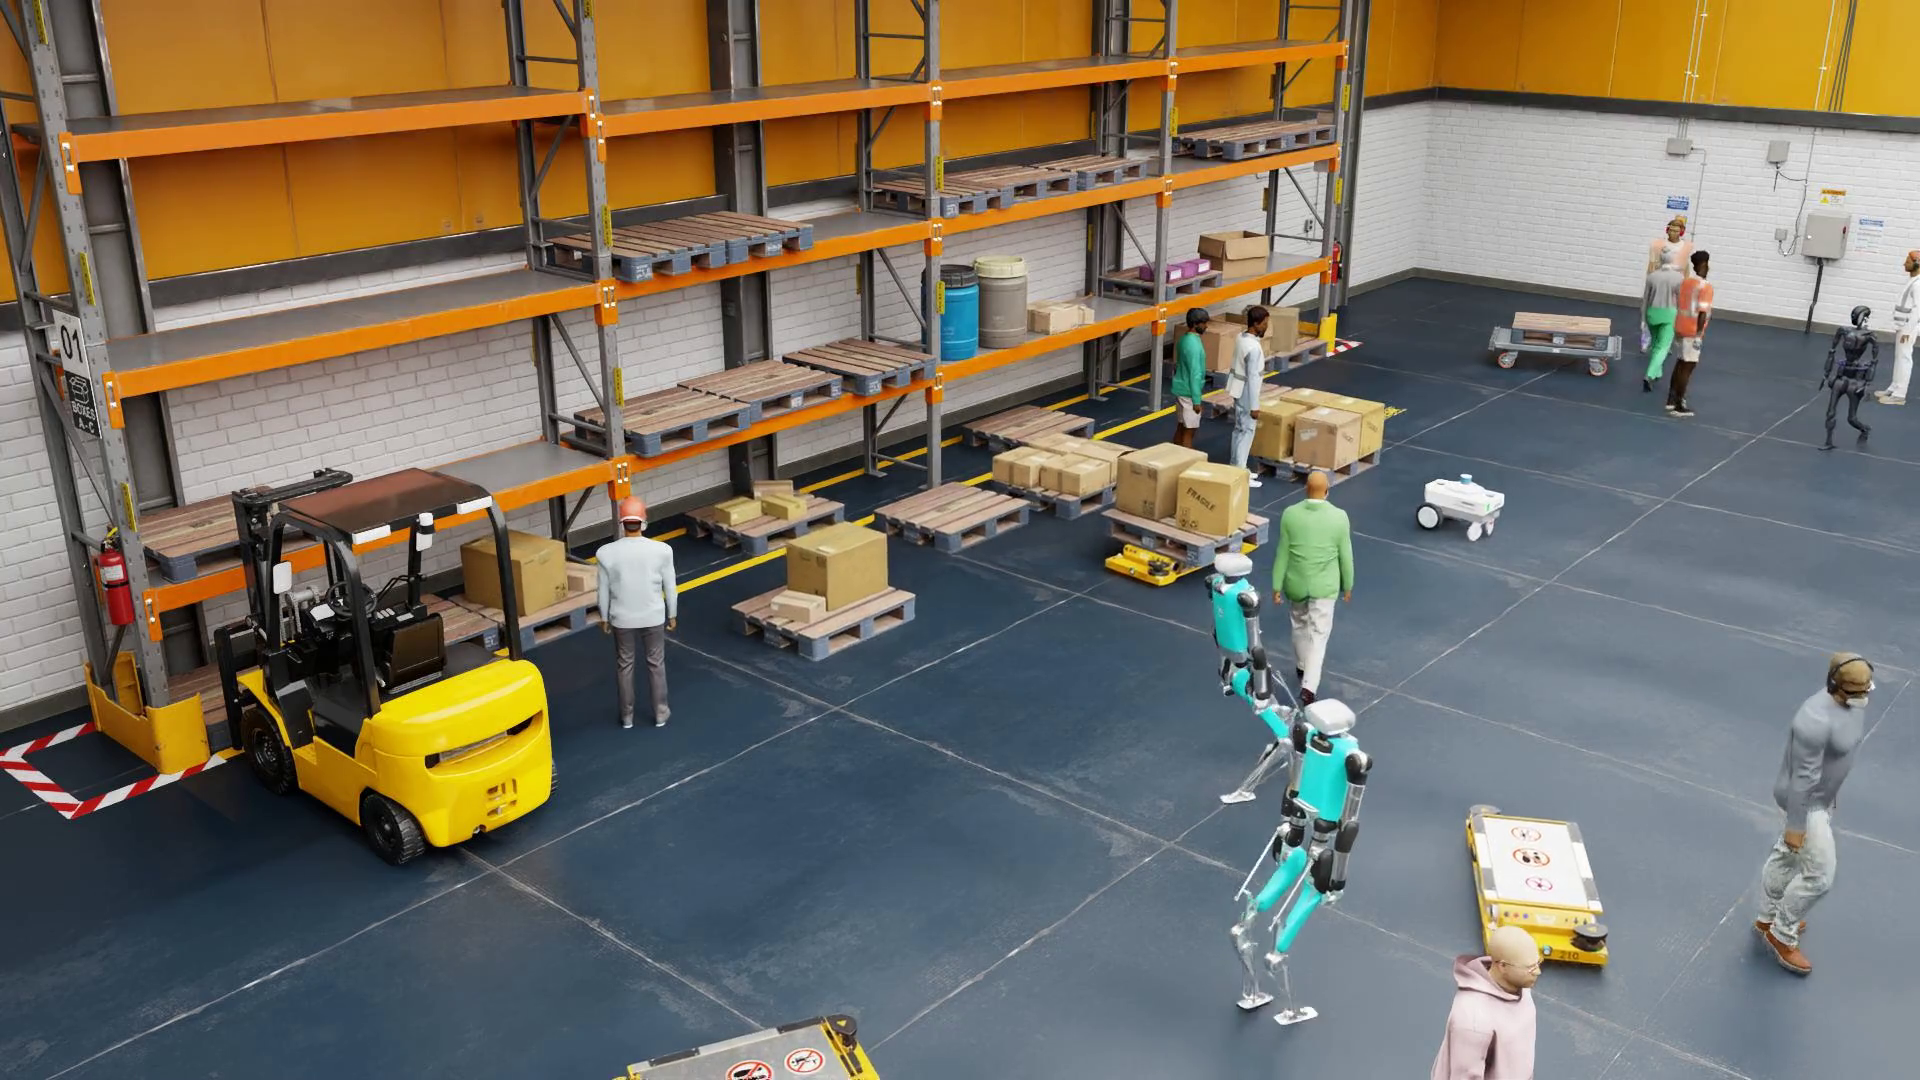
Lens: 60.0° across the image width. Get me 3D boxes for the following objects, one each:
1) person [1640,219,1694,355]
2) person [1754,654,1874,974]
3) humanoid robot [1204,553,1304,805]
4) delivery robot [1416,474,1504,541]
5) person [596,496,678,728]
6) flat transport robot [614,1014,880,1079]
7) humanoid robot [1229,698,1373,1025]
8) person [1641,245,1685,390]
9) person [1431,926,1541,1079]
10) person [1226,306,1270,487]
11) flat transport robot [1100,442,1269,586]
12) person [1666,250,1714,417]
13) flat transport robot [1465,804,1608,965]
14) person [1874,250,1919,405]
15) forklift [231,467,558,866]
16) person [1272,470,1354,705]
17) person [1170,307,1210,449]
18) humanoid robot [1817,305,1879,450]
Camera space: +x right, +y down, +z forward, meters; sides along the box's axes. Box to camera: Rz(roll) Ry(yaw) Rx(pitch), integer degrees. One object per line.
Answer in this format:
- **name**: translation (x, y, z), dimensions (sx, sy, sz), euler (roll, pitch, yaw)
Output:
- **person**: translation (9.610, -3.448, 22.623), dimensions (0.563, 1.841, 0.395), euler (4, 21, 11)
- **person**: translation (4.701, 1.483, 9.162), dimensions (0.483, 1.910, 0.720), euler (18, 27, 39)
- **humanoid robot**: translation (2.088, 0.898, 11.072), dimensions (0.944, 1.802, 0.573), euler (-10, 22, -24)
- **delivery robot**: translation (4.826, -0.335, 16.074), dimensions (0.785, 0.614, 0.508), euler (18, 27, 40)
- **person**: translation (-2.320, 0.523, 12.009), dimensions (0.570, 1.740, 0.351), euler (-4, 21, -10)
- **flat transport robot**: translation (-1.102, 2.737, 8.135), dimensions (1.431, 0.231, 0.659), euler (-9, 22, -22)
- **humanoid robot**: translation (1.679, 1.744, 8.739), dimensions (0.819, 1.792, 0.551), euler (-10, 23, -26)
- **person**: translation (8.846, -2.812, 20.953), dimensions (0.522, 1.811, 0.860), euler (16, 26, 37)
- **person**: translation (2.162, 2.369, 6.963), dimensions (0.408, 1.775, 0.526), euler (17, 26, 38)
- **person**: translation (2.972, -1.483, 17.210), dimensions (0.414, 1.906, 0.601), euler (-1, 20, -3)
- **flat transport robot**: translation (2.053, 0.084, 15.322), dimensions (1.431, 0.231, 0.659), euler (-18, 27, -40)
- **person**: translation (8.733, -2.459, 19.836), dimensions (0.403, 1.925, 0.784), euler (-2, 20, -5)
- **flat transport robot**: translation (3.442, 2.048, 10.002), dimensions (0.659, 0.231, 1.431), euler (4, 21, 11)
- **person**: translation (11.503, -2.584, 20.225), dimensions (0.357, 1.881, 0.573), euler (8, 22, 22)
- **forklift**: translation (-3.730, 0.710, 10.856), dimensions (2.313, 2.155, 1.214), euler (17, 26, 38)
- **person**: translation (2.643, 0.351, 12.486), dimensions (0.573, 1.744, 0.909), euler (7, 21, 18)
- **person**: translation (2.386, -1.509, 17.360), dimensions (0.396, 1.849, 0.494), euler (-3, 20, -7)
- **humanoid robot**: translation (9.903, -1.810, 18.438), dimensions (0.599, 1.633, 0.611), euler (-11, 23, -27)
